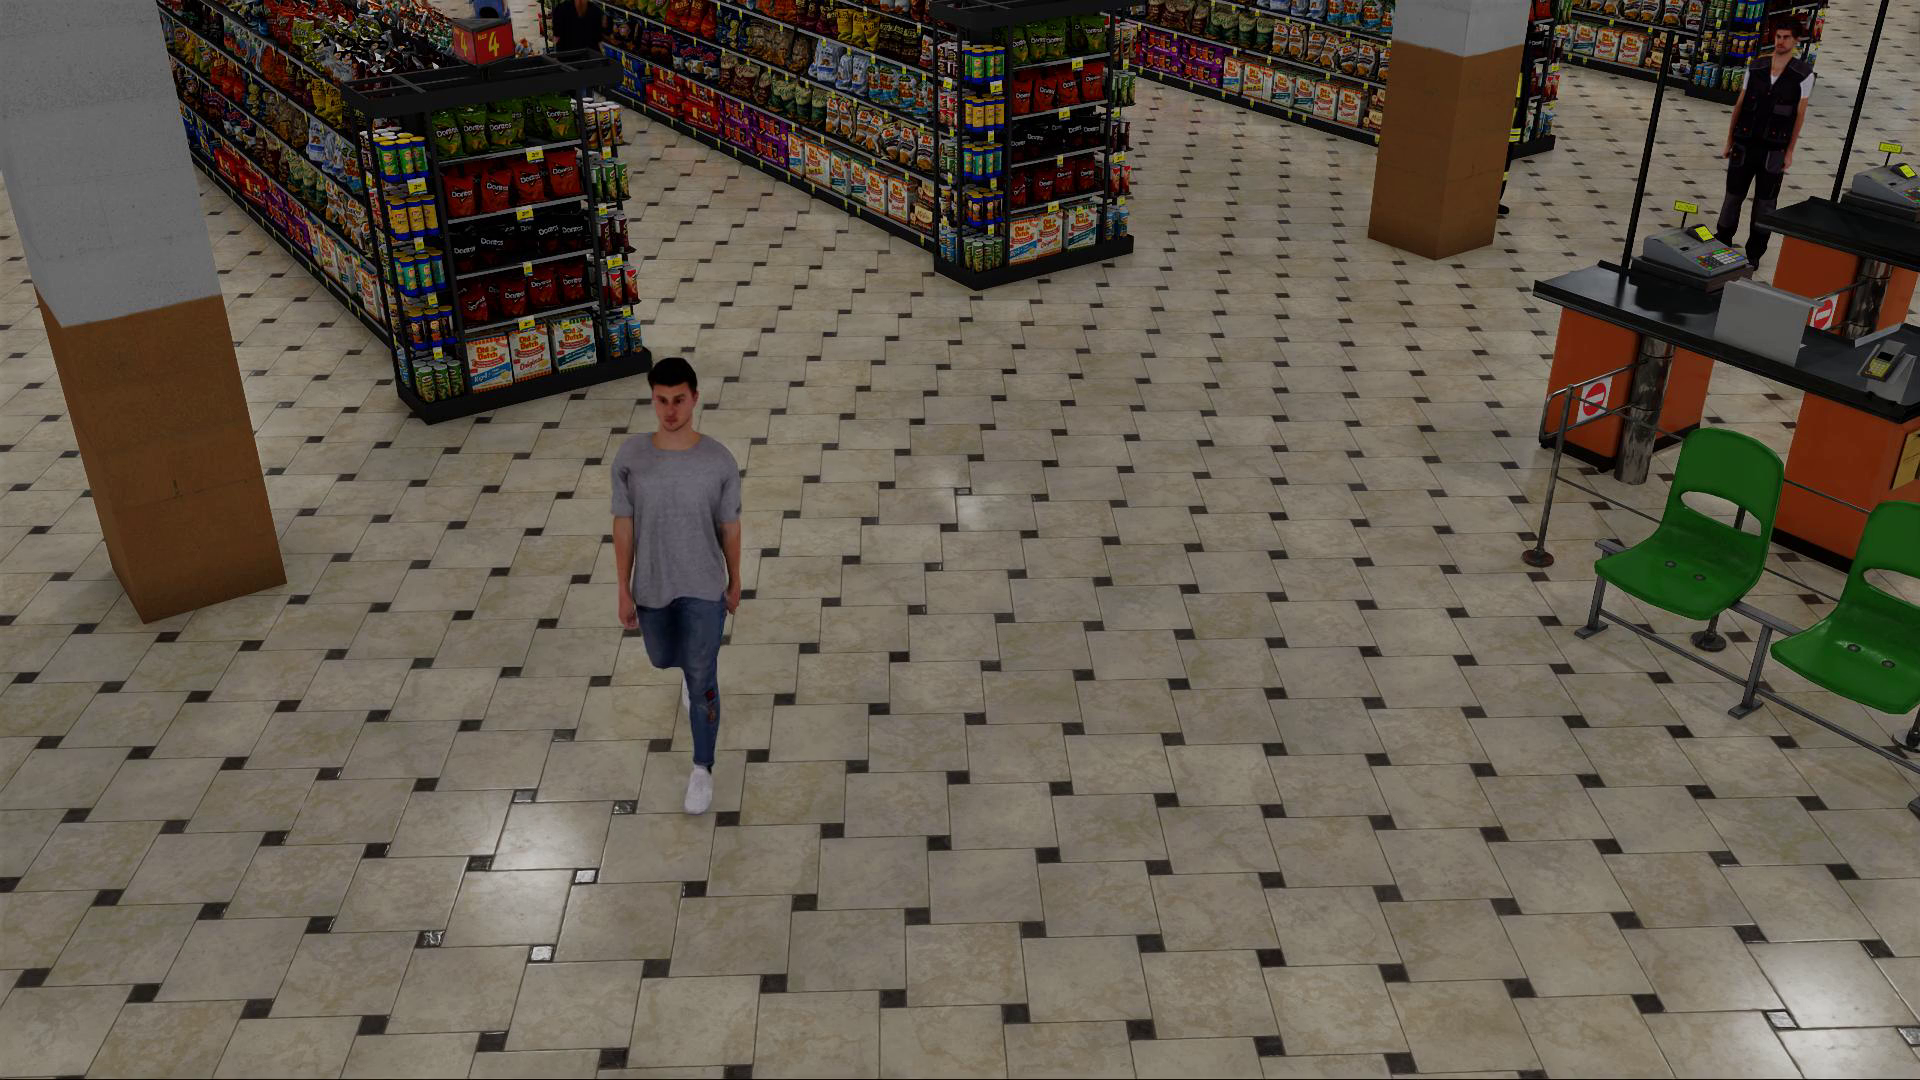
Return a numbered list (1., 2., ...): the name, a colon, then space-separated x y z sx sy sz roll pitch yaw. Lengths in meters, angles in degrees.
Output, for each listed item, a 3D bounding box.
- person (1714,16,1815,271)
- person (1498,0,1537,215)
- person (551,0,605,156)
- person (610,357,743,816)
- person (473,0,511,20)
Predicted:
1. person: 5.998 -2.963 12.435 0.617 1.849 0.774 20 34 32
2. person: 4.396 -3.547 13.491 0.771 1.862 0.819 24 36 36
3. person: -3.405 -4.262 15.031 0.703 1.641 1.136 -14 32 -24
4. person: -1.131 0.124 6.771 1.128 1.859 1.253 2 29 3
5. person: -5.048 -5.725 17.753 0.722 1.601 0.768 2 29 3
